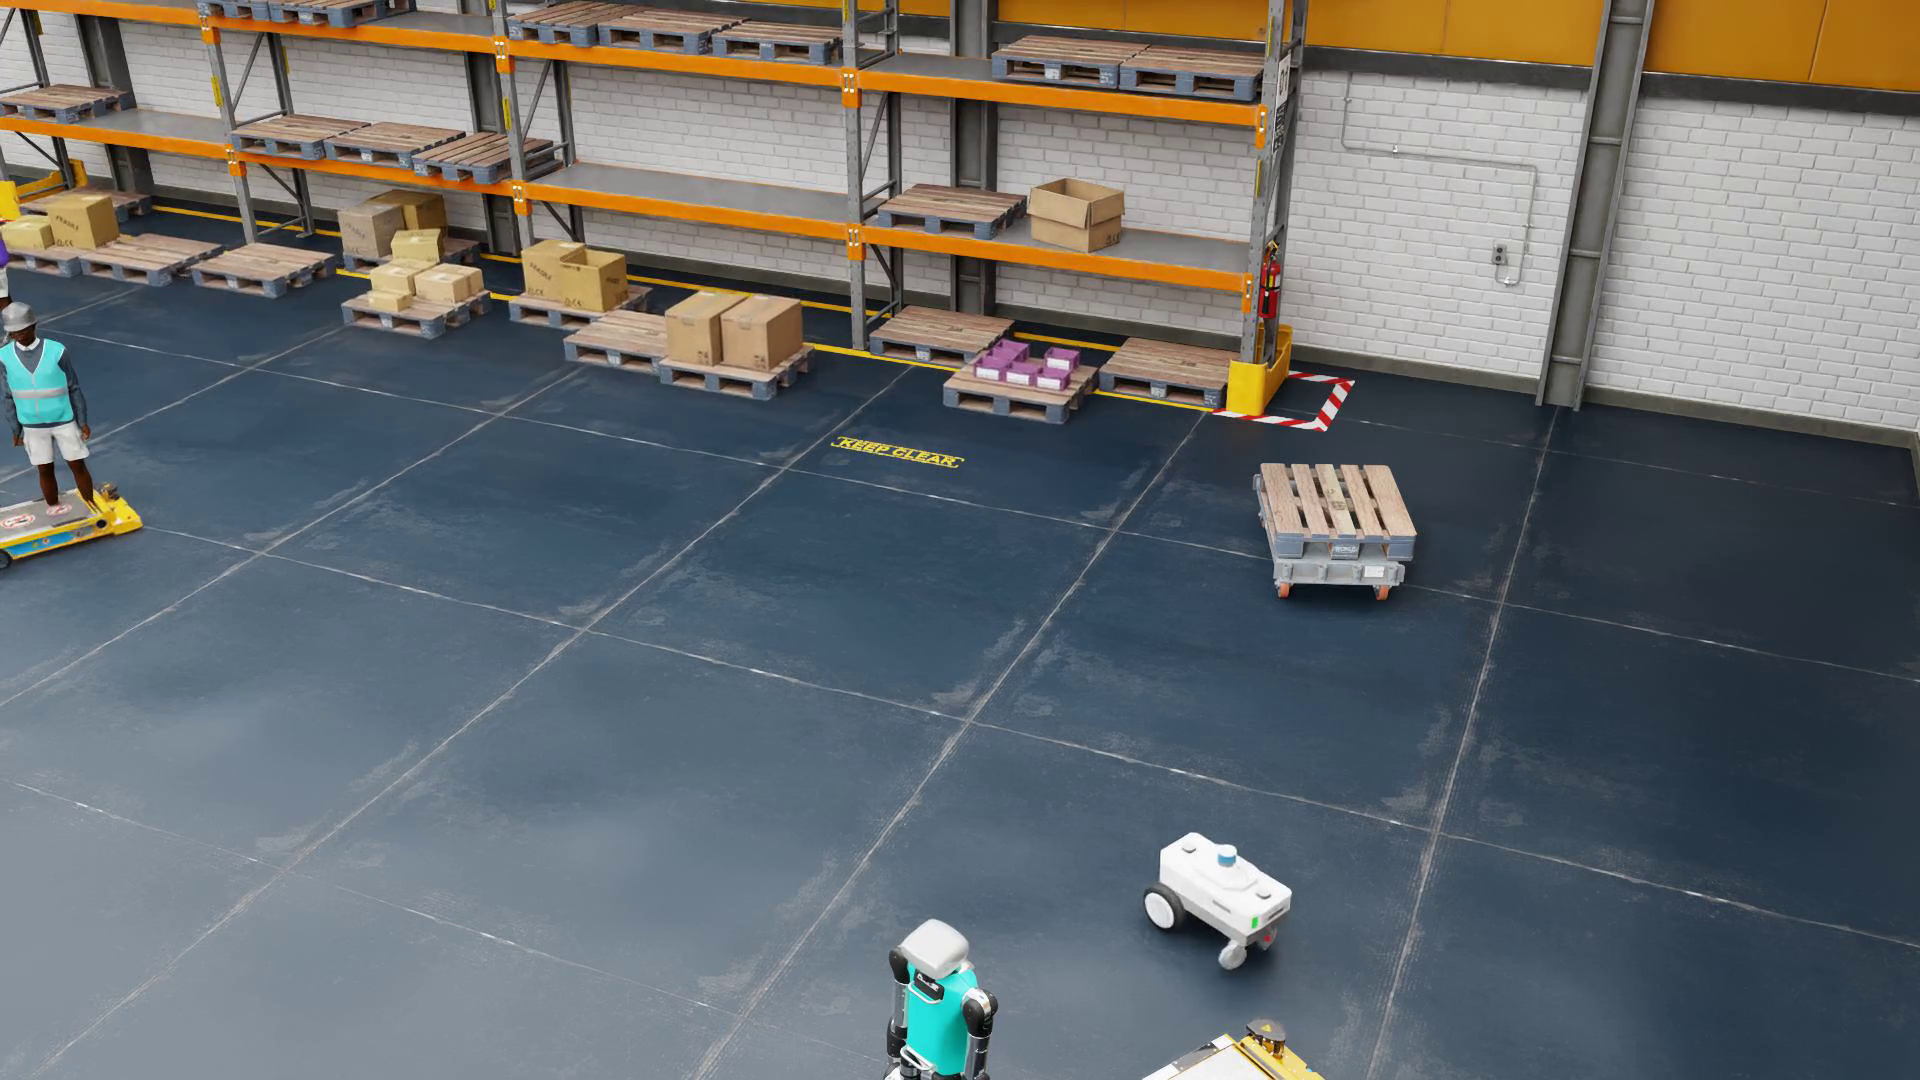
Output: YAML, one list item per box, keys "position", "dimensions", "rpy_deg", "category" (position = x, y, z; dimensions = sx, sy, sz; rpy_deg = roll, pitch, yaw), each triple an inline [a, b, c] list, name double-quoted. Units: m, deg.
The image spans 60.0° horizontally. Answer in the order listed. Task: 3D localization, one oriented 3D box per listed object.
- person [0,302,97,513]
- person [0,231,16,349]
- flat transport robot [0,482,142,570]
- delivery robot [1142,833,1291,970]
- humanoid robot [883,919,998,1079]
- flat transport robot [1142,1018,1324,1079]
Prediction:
- position: [-7.081, -0.935, 12.924]
  dimensions: [0.565, 1.938, 0.430]
  rpy_deg: [-9, 29, -17]
  category: "person"
- position: [-9.599, -2.752, 16.418]
  dimensions: [0.368, 1.965, 0.602]
  rpy_deg: [-14, 31, -25]
  category: "person"
- position: [-7.294, -0.079, 13.084]
  dimensions: [1.431, 0.231, 0.659]
  rpy_deg: [-21, 34, -35]
  category: "flat transport robot"
- position: [1.392, 1.897, 8.930]
  dimensions: [0.523, 0.585, 0.747]
  rpy_deg: [-22, 35, -36]
  category: "delivery robot"
- position: [-0.242, 2.342, 6.639]
  dimensions: [0.735, 1.681, 0.533]
  rpy_deg: [-24, 36, -38]
  category: "humanoid robot"
- position: [1.102, 2.725, 7.647]
  dimensions: [1.431, 0.231, 0.659]
  rpy_deg: [-17, 32, -30]
  category: "flat transport robot"
